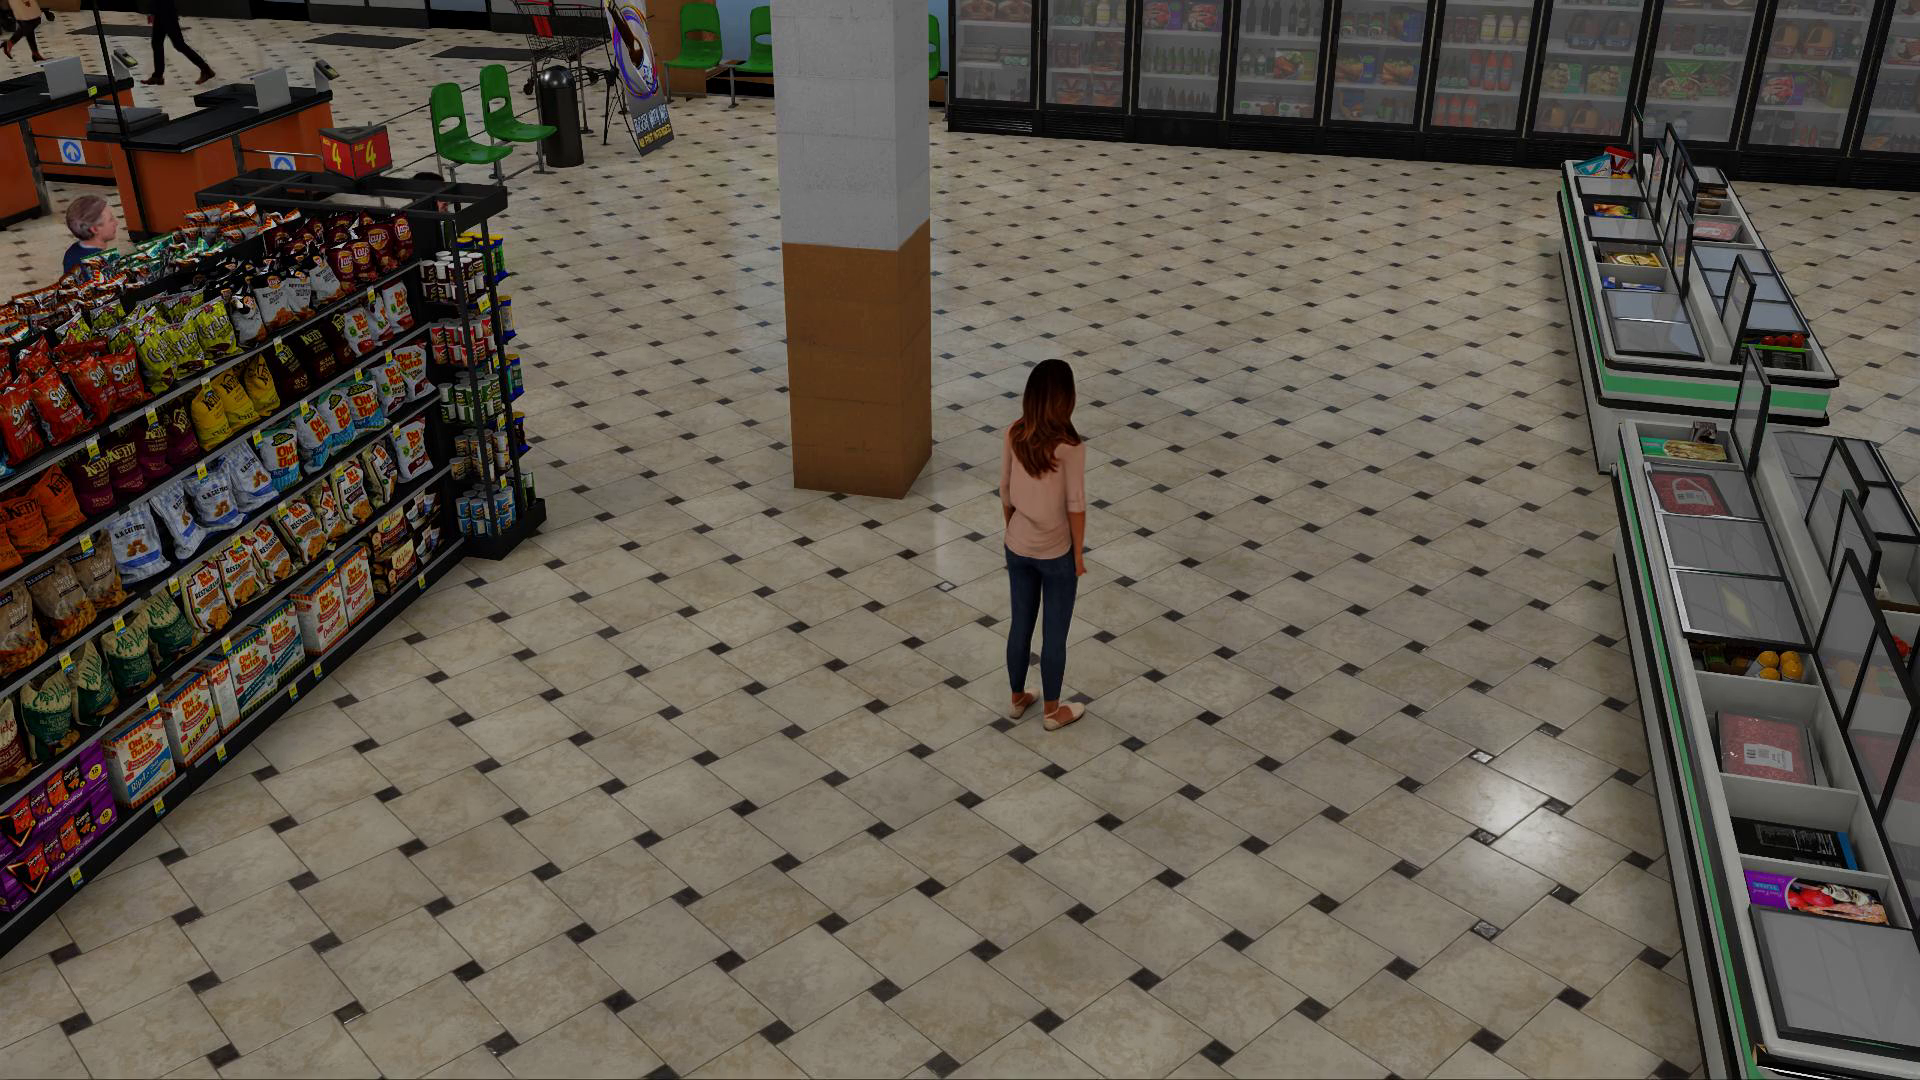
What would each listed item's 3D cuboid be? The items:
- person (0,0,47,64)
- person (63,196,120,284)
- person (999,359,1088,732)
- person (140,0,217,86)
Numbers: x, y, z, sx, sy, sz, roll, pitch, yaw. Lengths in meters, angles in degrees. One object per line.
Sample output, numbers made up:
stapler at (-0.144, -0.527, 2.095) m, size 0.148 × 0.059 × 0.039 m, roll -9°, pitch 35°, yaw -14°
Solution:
person at (-12.244, -6.972, 21.498) m, size 0.968 × 1.670 × 0.884 m, roll -23°, pitch 35°, yaw -37°
person at (-4.950, -1.043, 9.610) m, size 0.903 × 1.848 × 1.066 m, roll 20°, pitch 33°, yaw 33°
person at (0.371, 0.032, 7.552) m, size 0.660 × 1.791 × 0.648 m, roll 19°, pitch 32°, yaw 32°
person at (-9.630, -6.401, 20.350) m, size 1.096 × 1.689 × 1.146 m, roll -9°, pitch 28°, yaw -17°
